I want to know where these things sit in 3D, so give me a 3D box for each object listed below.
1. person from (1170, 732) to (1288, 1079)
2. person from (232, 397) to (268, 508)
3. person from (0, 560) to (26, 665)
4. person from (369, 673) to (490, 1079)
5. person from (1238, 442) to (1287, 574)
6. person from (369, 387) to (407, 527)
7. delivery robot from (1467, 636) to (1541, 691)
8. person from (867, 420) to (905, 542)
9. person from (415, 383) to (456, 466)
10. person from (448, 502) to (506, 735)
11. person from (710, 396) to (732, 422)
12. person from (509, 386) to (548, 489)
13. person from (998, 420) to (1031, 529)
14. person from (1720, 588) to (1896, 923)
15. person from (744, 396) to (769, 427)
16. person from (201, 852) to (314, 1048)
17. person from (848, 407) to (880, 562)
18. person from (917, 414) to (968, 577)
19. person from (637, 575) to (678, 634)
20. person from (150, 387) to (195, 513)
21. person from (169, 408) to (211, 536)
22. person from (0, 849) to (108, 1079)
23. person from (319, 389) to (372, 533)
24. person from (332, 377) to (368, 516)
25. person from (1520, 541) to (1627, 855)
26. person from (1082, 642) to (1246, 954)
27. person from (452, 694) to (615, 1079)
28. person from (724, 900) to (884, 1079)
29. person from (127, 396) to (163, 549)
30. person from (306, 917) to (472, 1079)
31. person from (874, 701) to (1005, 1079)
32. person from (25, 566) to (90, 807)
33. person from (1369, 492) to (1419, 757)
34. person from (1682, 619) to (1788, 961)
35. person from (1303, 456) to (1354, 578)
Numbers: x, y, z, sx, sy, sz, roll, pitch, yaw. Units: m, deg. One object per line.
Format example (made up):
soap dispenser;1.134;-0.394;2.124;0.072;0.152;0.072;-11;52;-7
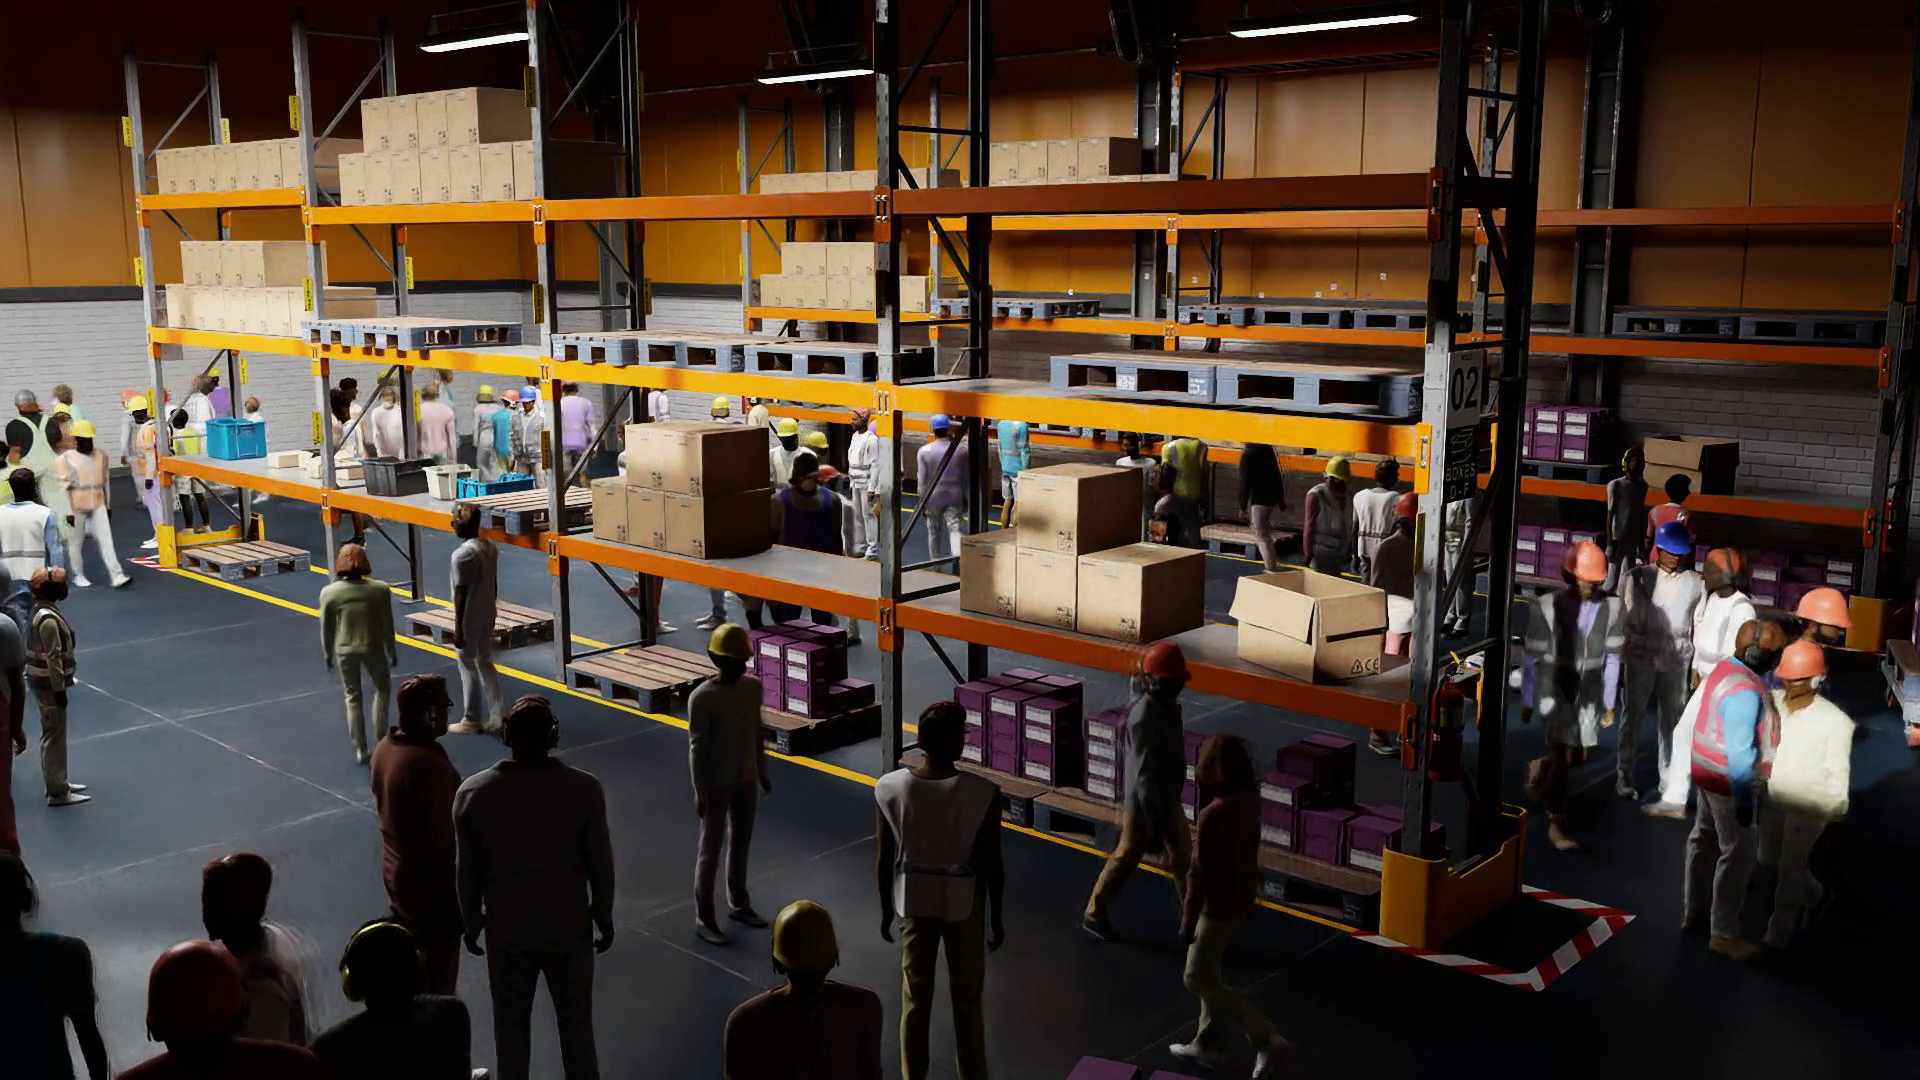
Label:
person;1.217;1.662;7.499;0.540;1.601;0.506;6;12;32
person;-10.349;-1.272;24.102;0.463;1.600;0.584;-9;14;-43
person;-6.910;0.790;11.566;0.671;1.917;0.510;-4;11;-21
person;-2.371;1.531;7.458;0.401;1.899;0.636;-8;13;-37
person;3.291;-0.418;18.354;0.648;1.934;0.647;7;12;33
person;-7.684;-1.106;22.375;0.631;1.887;0.924;2;10;12
delivery robot;4.566;1.038;13.755;0.707;0.478;0.477;-2;10;-14
person;-0.920;-0.916;21.214;0.552;1.923;0.390;-10;14;-44
person;-7.183;-1.176;22.720;0.648;1.915;0.735;-5;11;-28
person;-3.722;0.617;12.790;0.529;1.837;0.524;4;11;19
person;-3.243;-1.088;22.683;0.308;1.743;0.494;-8;13;-37
person;-5.690;-1.075;22.066;0.611;1.940;0.414;2;10;13
person;0.699;-0.843;20.442;0.365;2.048;0.608;-6;12;-30
person;4.796;1.183;9.478;1.046;1.876;0.563;7;12;36
person;-2.979;-1.376;24.333;0.356;1.739;0.571;3;10;14
person;-2.245;1.906;5.495;0.903;1.850;0.603;-4;11;-23
person;-1.163;-0.652;19.819;0.348;1.882;0.584;-6;12;-30
person;-0.180;-0.476;18.700;0.615;1.930;0.728;-1;10;-8
person;-3.007;-0.025;16.218;0.405;1.909;0.597;-6;12;-31
person;-11.142;-1.256;23.402;0.438;1.825;0.564;-9;13;-41
person;-10.069;-0.875;21.656;0.325;1.689;0.546;4;11;21
person;-3.176;1.919;5.580;0.540;1.798;0.987;-10;14;-44
person;-8.177;-1.057;22.042;1.035;1.890;0.642;8;13;39
person;-8.489;-1.289;23.188;0.607;1.966;0.367;6;11;29
person;3.826;0.932;10.571;0.595;1.994;0.818;-1;10;-6
person;1.055;1.376;8.870;0.915;1.702;0.586;6;11;29
person;-1.791;1.590;7.080;0.651;1.906;0.403;-1;10;-8
person;-0.480;1.979;5.280;0.533;1.767;0.326;-4;11;-21
person;-10.183;-0.855;20.888;0.399;1.913;0.595;-5;11;-24
person;-1.651;1.993;4.985;0.554;1.855;0.370;-8;13;-37
person;-0.088;1.609;7.165;0.563;1.839;0.393;2;10;13
person;-6.145;0.985;11.277;0.314;1.632;0.516;-6;12;-32
person;3.304;0.619;12.358;0.616;1.986;0.407;-6;12;-31
person;4.150;1.308;8.929;0.433;1.825;0.646;3;11;18
person;3.542;0.083;15.883;0.624;1.809;0.431;-7;12;-34
